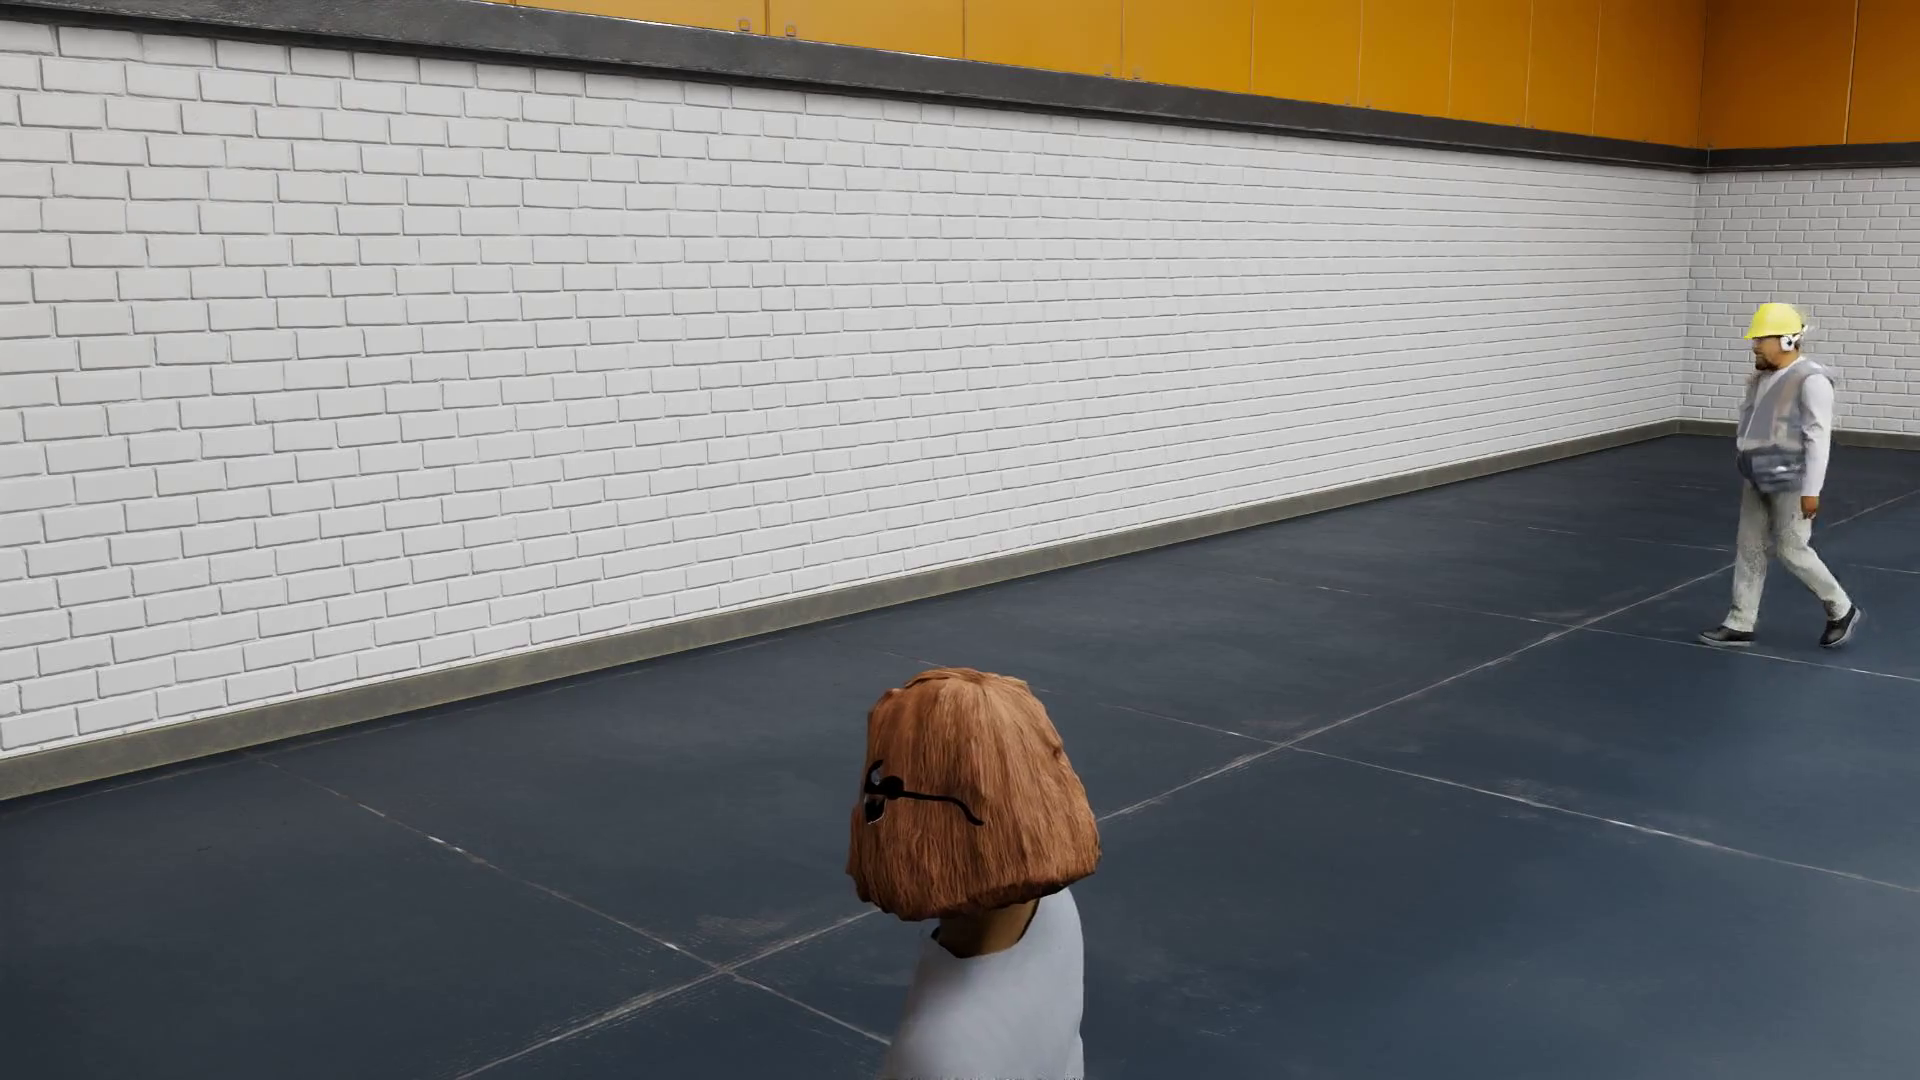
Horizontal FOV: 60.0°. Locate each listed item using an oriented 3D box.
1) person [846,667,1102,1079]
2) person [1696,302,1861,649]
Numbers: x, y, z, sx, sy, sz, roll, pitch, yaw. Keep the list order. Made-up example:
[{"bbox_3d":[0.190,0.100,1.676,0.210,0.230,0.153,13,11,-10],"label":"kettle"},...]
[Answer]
[{"bbox_3d":[0.018,0.942,1.873,0.283,1.634,0.498,2,10,12],"label":"person"},{"bbox_3d":[4.283,-0.321,8.592,0.708,1.811,0.633,-1,10,-8],"label":"person"}]
